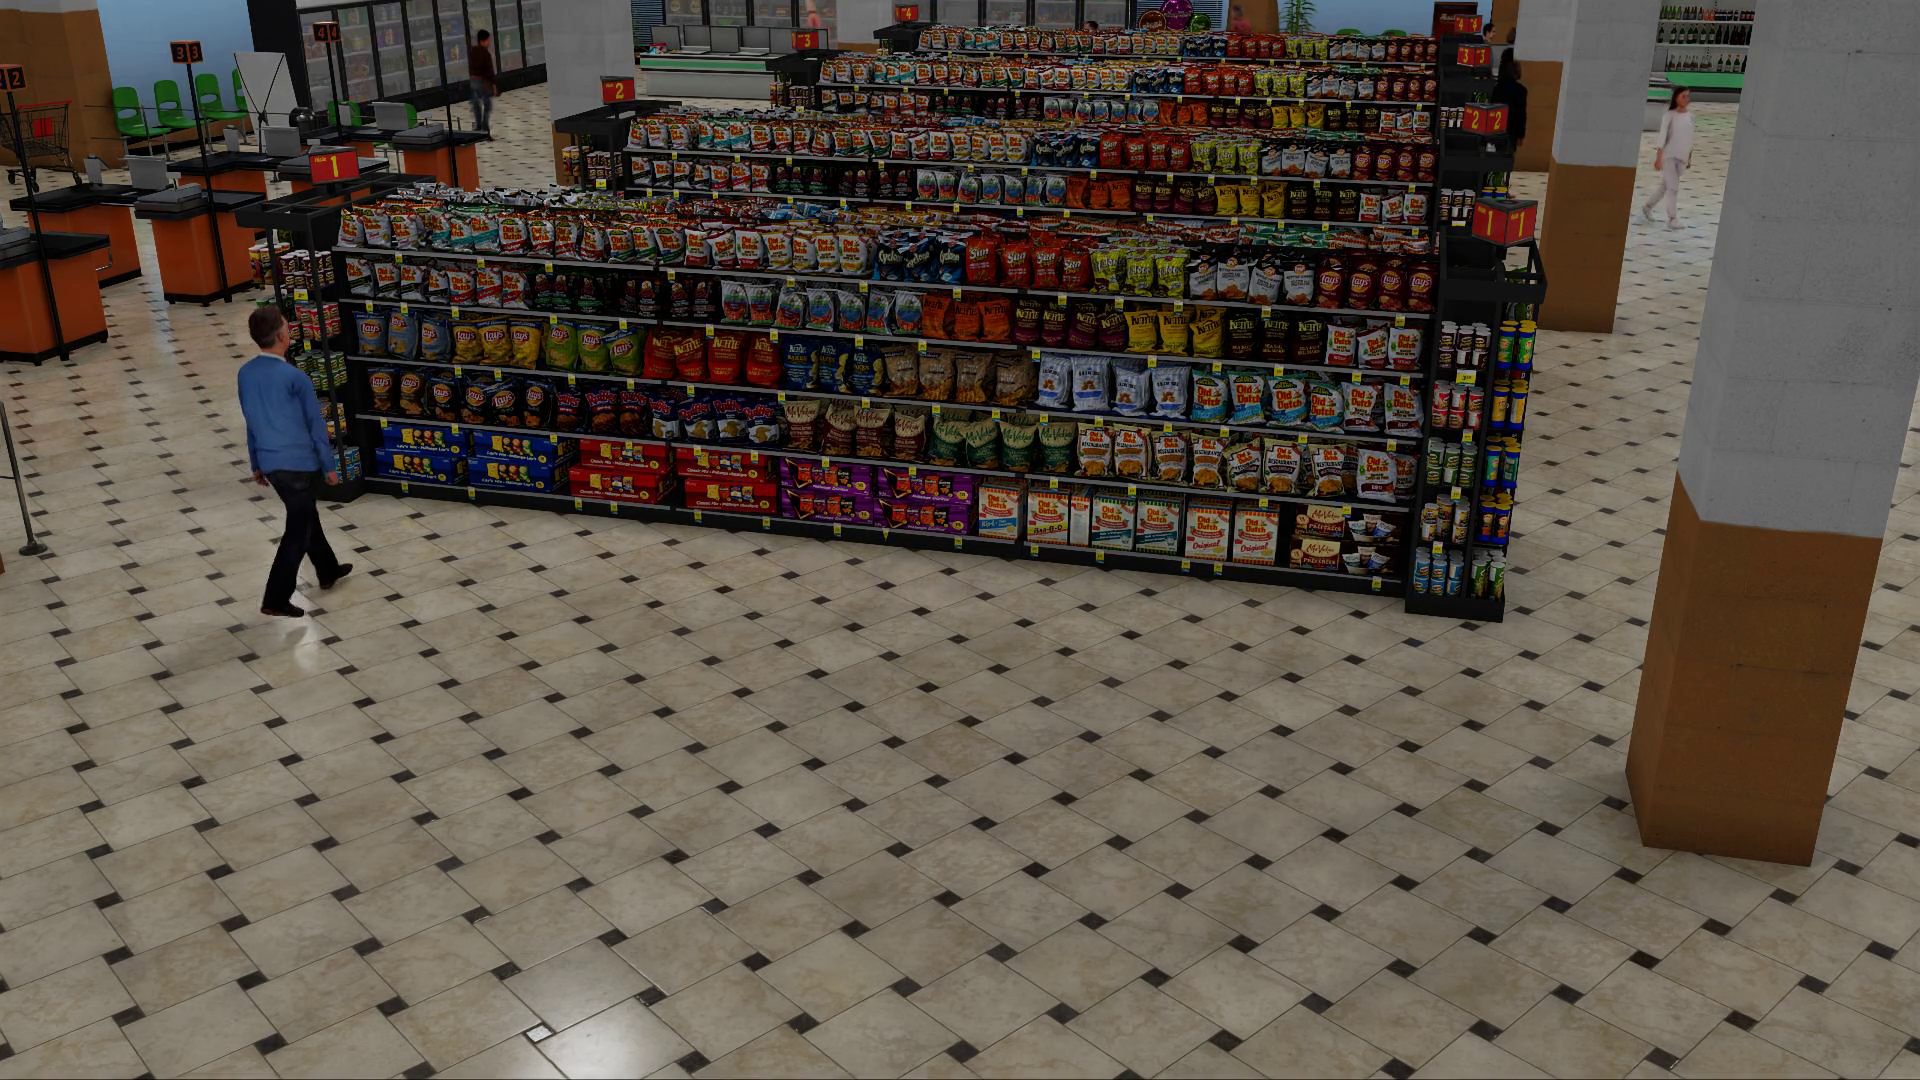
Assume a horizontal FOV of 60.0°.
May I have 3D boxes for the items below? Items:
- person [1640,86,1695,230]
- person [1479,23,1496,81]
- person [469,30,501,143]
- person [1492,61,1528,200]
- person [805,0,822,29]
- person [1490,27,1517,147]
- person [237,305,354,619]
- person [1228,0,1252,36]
[{"bbox_3d":[8.609,-4.639,20.192,1.080,1.656,1.040,-8,23,-18],"label":"person"},{"bbox_3d":[8.666,-7.670,27.603,0.576,1.756,0.634,3,22,8],"label":"person"},{"bbox_3d":[-7.691,-7.252,26.576,0.649,1.745,0.867,8,23,20],"label":"person"},{"bbox_3d":[6.969,-5.222,21.454,1.210,1.798,1.127,-11,24,-25],"label":"person"},{"bbox_3d":[-2.854,-10.033,33.589,1.110,1.677,0.669,8,23,18],"label":"person"},{"bbox_3d":[8.723,-7.153,26.228,0.809,1.820,0.796,-3,22,-7],"label":"person"},{"bbox_3d":[-3.872,-0.411,9.500,1.082,1.783,0.797,9,24,21],"label":"person"},{"bbox_3d":[5.172,-8.837,30.489,1.278,1.767,1.331,-11,25,-26],"label":"person"}]
